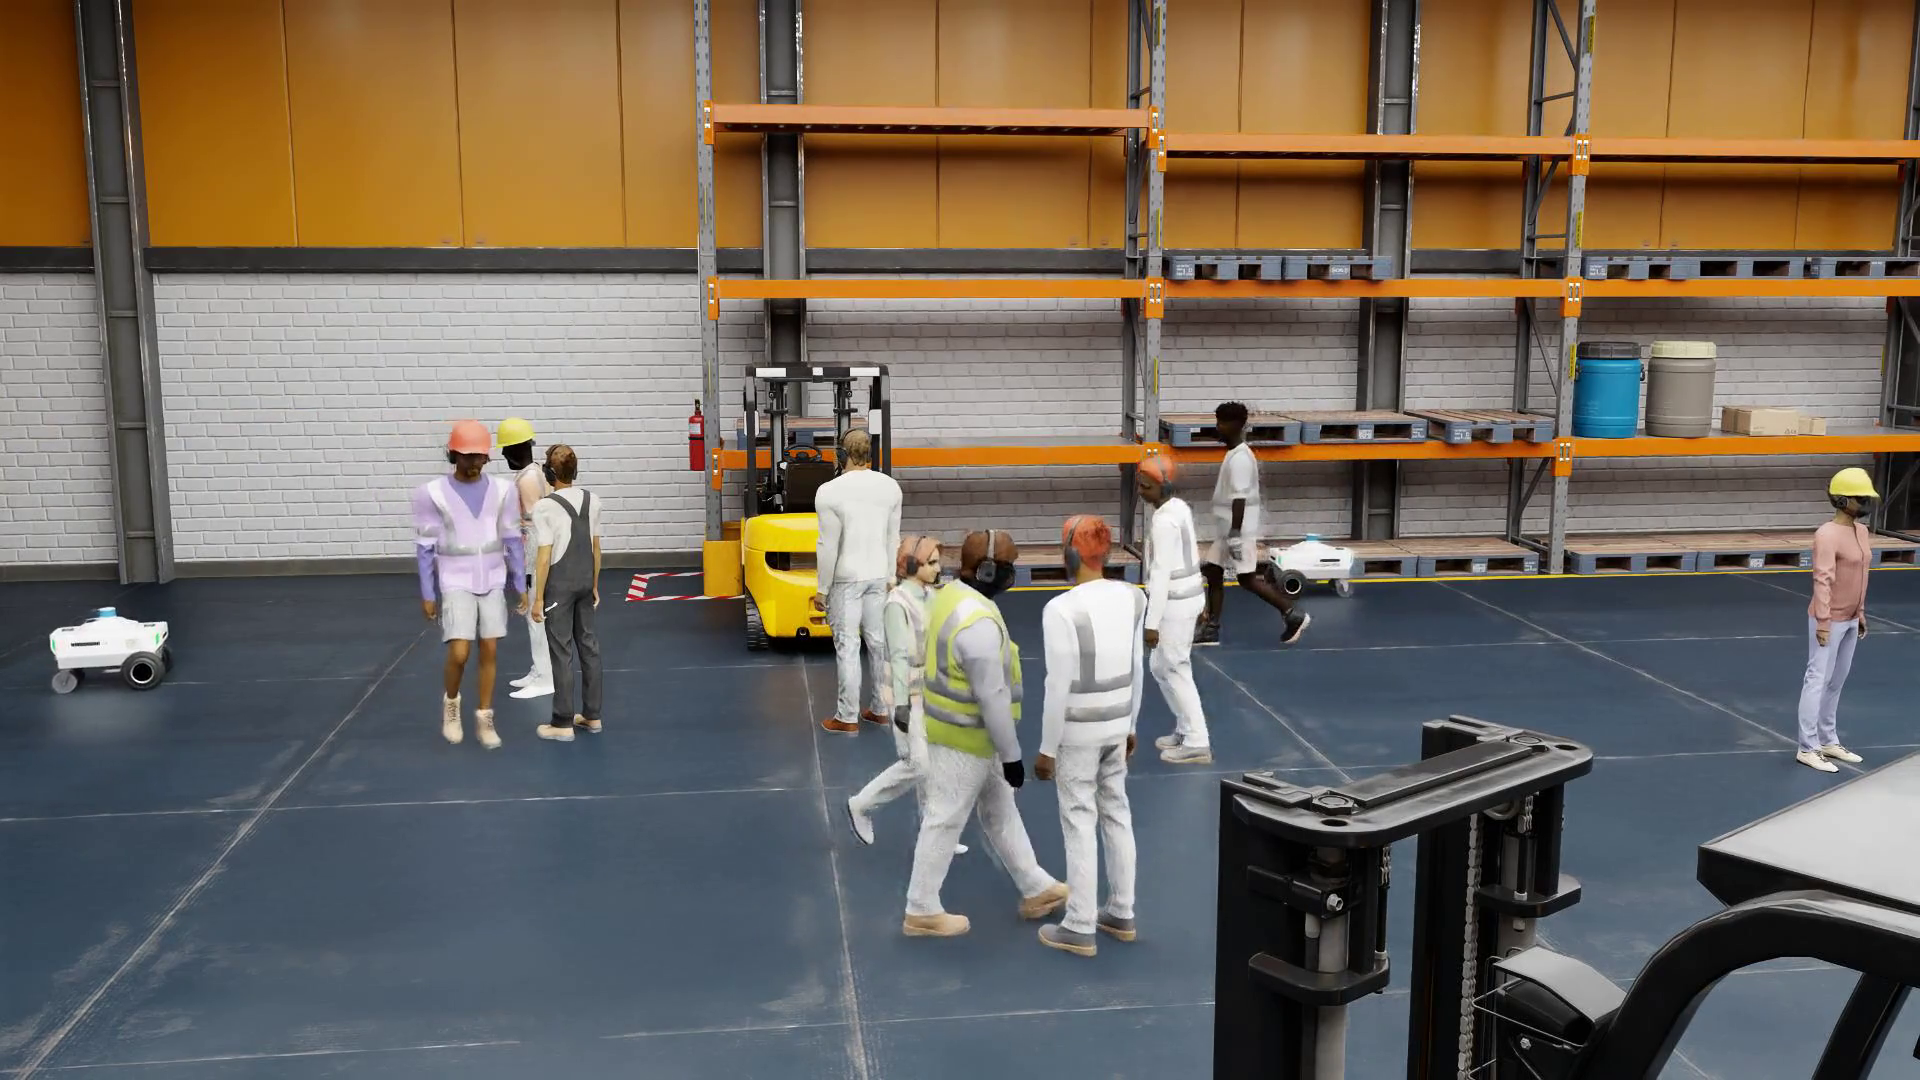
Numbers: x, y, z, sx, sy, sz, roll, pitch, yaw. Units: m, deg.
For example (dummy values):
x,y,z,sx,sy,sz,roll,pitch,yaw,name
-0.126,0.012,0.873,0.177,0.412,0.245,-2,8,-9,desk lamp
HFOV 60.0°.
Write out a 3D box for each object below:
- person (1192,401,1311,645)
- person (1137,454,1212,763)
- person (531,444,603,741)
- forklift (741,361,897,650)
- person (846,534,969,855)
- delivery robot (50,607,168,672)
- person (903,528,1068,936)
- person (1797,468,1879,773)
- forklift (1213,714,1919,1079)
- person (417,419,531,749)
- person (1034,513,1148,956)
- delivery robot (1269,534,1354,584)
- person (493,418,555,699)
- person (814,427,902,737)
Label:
x,y,z,sx,sy,sz,roll,pitch,yaw,name
2.220,-0.106,12.758,0.927,1.933,0.619,1,9,3,person
1.268,0.412,9.731,0.499,1.848,0.598,2,9,10,person
-2.442,0.322,10.318,0.345,1.847,0.508,7,11,35,person
-1.154,-0.340,13.365,1.214,2.155,2.313,-1,9,-7,forklift
-0.261,0.768,8.213,0.511,1.623,0.546,4,10,22,person
-5.932,0.713,11.603,0.707,0.478,0.477,-3,9,-16,delivery robot
0.164,0.844,7.199,0.907,1.797,0.657,-1,9,-6,person
5.137,0.457,9.714,0.525,1.772,0.304,-7,12,-38,person
1.441,1.425,2.350,1.214,2.155,2.313,-7,12,-39,forklift
-2.929,0.277,10.066,0.610,2.020,0.429,-6,11,-35,person
0.557,0.821,7.081,0.585,1.882,0.339,-8,12,-42,person
3.146,0.186,14.894,0.707,0.478,0.477,-1,9,-5,delivery robot
-2.954,0.121,11.345,0.380,1.919,0.585,-2,9,-12,person
-0.646,0.260,10.414,0.636,1.939,0.365,-8,12,-40,person
